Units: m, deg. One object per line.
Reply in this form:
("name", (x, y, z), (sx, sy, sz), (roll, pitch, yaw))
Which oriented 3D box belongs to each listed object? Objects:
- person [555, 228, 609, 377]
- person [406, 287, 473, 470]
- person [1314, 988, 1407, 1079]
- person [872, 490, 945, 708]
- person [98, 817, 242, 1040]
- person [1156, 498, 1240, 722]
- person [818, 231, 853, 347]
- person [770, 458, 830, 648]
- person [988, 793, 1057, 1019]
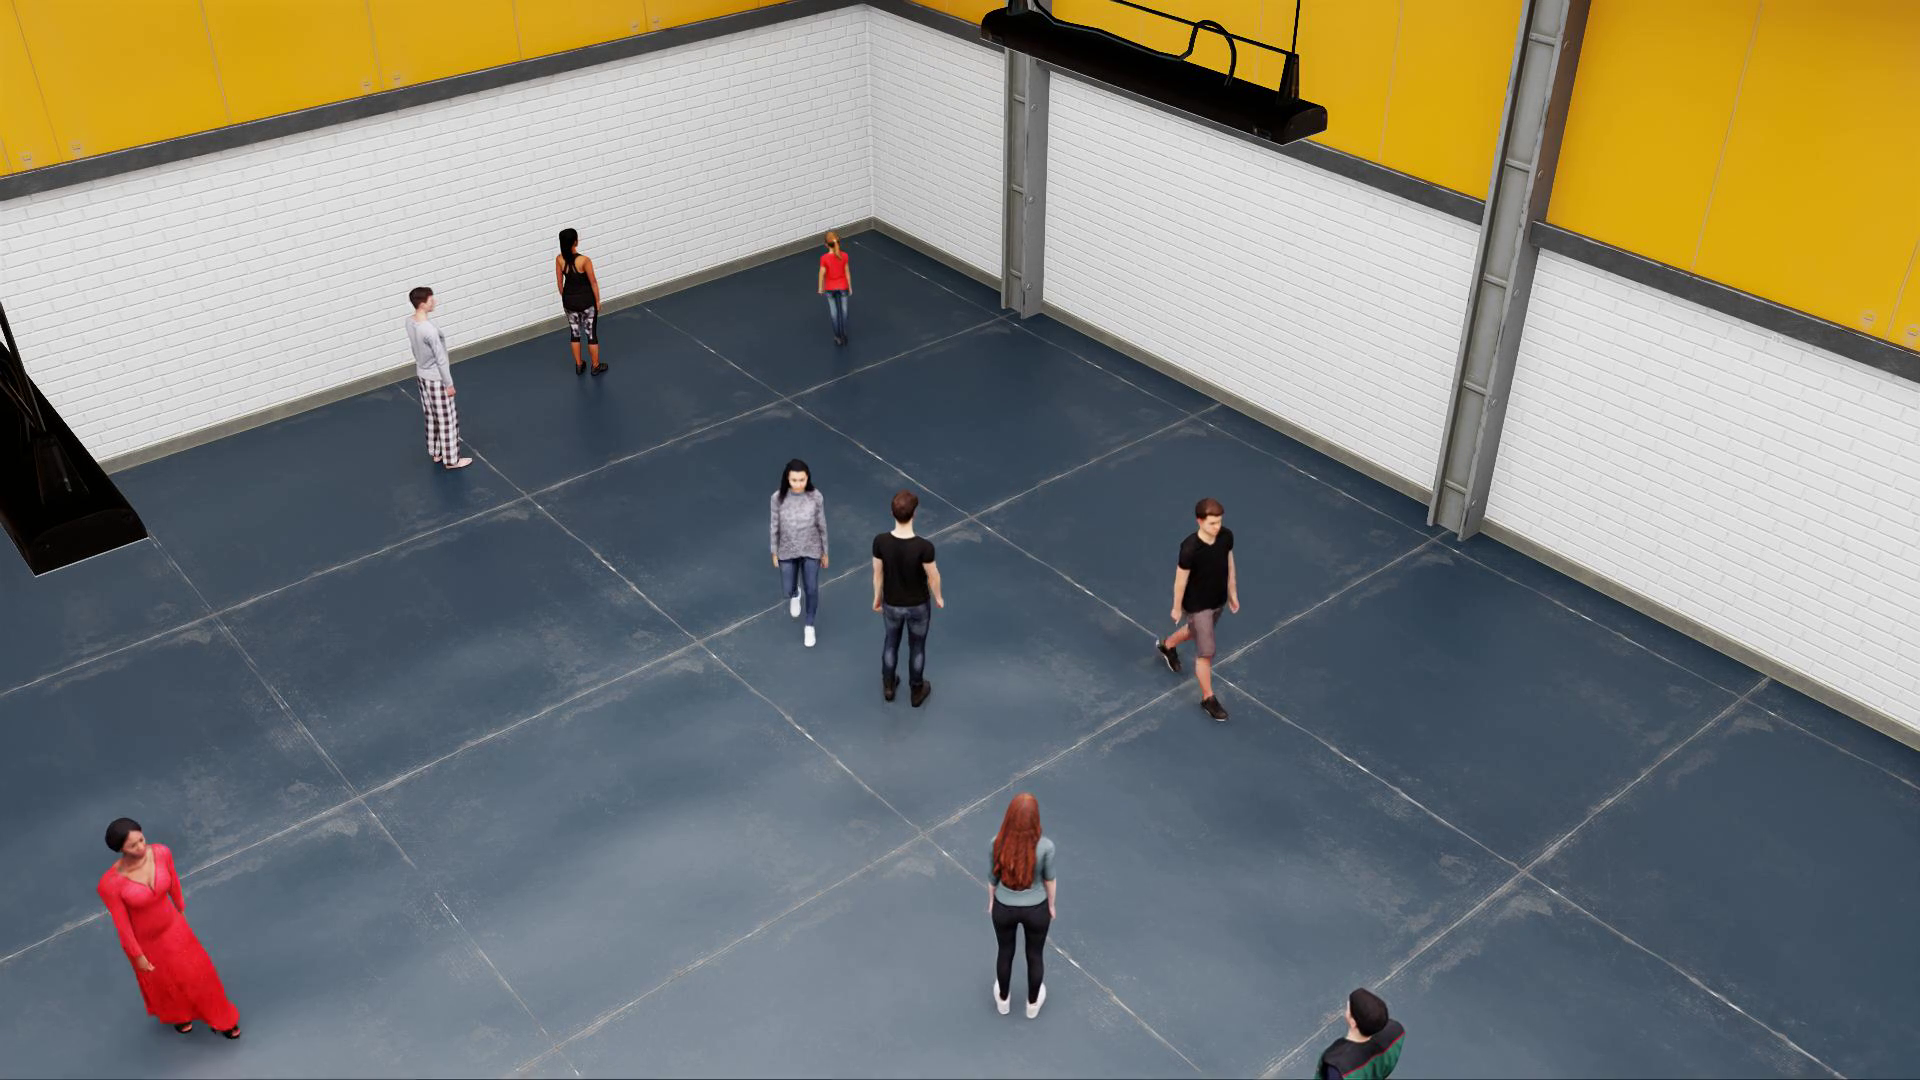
("person", (-4.006, -2.520, 17.491), (0.633, 1.662, 0.717), (7, 34, 10))
("person", (-5.021, -1.551, 15.866), (0.510, 1.847, 0.712), (28, 43, 35))
("person", (2.070, 3.077, 8.856), (0.674, 1.900, 0.567), (-23, 40, -31))
("person", (-0.412, 0.490, 12.754), (0.763, 1.893, 0.856), (8, 34, 12))
("person", (-4.926, 2.344, 10.078), (0.914, 1.767, 0.723), (24, 40, 31))
("person", (1.843, 0.427, 12.900), (0.688, 1.836, 1.189), (-23, 40, -31))
("person", (-1.336, -2.721, 18.115), (0.649, 1.305, 0.736), (-7, 34, -11))
("person", (-1.308, 0.044, 13.581), (0.827, 1.720, 0.900), (-3, 34, -5))
("person", (0.373, 2.261, 10.226), (0.649, 1.742, 0.719), (5, 34, 7))
